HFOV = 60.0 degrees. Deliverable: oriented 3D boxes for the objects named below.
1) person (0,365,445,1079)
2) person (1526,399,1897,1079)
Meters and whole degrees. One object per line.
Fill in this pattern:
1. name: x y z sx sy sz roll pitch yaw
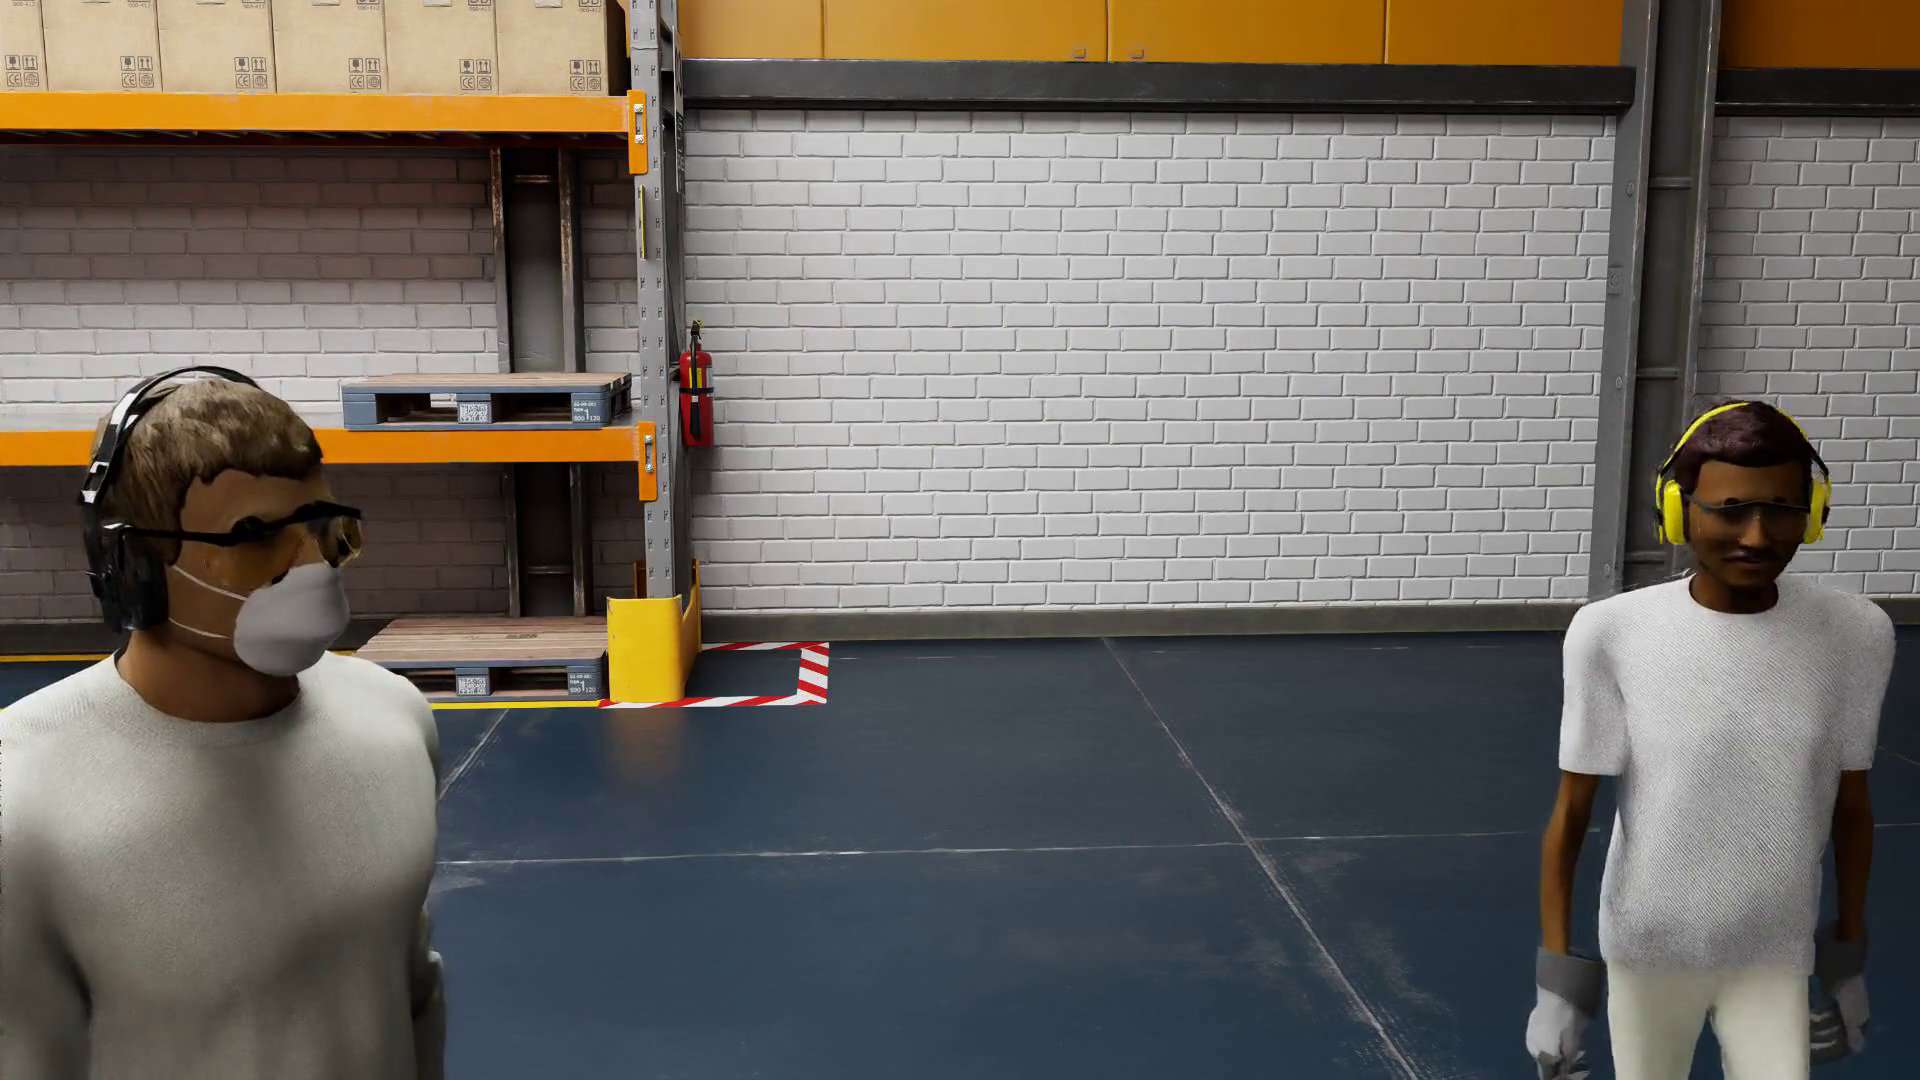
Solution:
1. person: -0.703 0.800 1.654 0.373 1.941 0.627 4 10 22
2. person: 1.178 0.705 2.580 0.559 1.824 0.919 2 9 13
